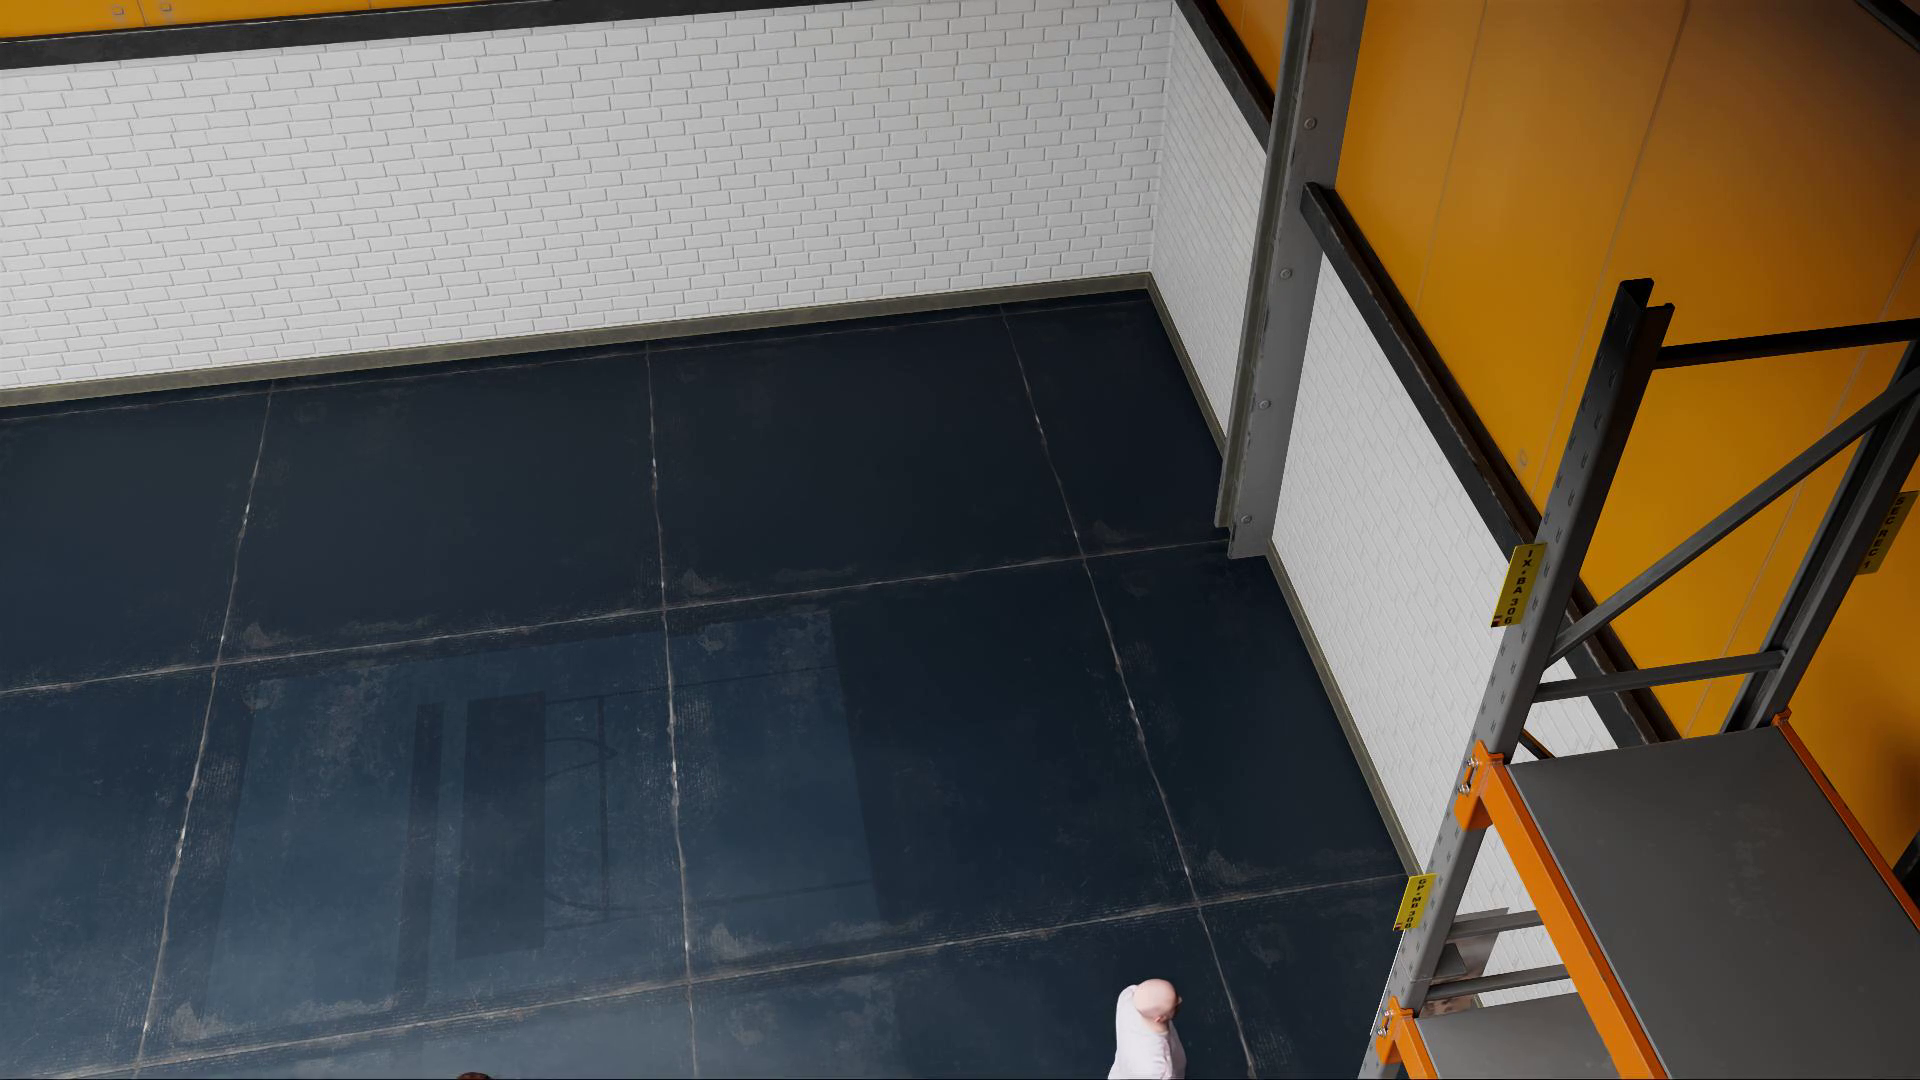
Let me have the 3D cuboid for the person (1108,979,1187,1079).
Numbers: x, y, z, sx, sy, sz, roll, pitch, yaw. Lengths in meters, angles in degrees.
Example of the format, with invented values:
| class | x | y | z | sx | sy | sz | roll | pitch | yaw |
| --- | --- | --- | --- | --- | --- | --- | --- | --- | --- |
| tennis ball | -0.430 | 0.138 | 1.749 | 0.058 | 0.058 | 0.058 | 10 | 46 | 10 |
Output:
| class | x | y | z | sx | sy | sz | roll | pitch | yaw |
| --- | --- | --- | --- | --- | --- | --- | --- | --- | --- |
| person | 0.877 | 2.650 | 8.002 | 0.730 | 1.832 | 0.546 | -11 | 45 | -11 |
